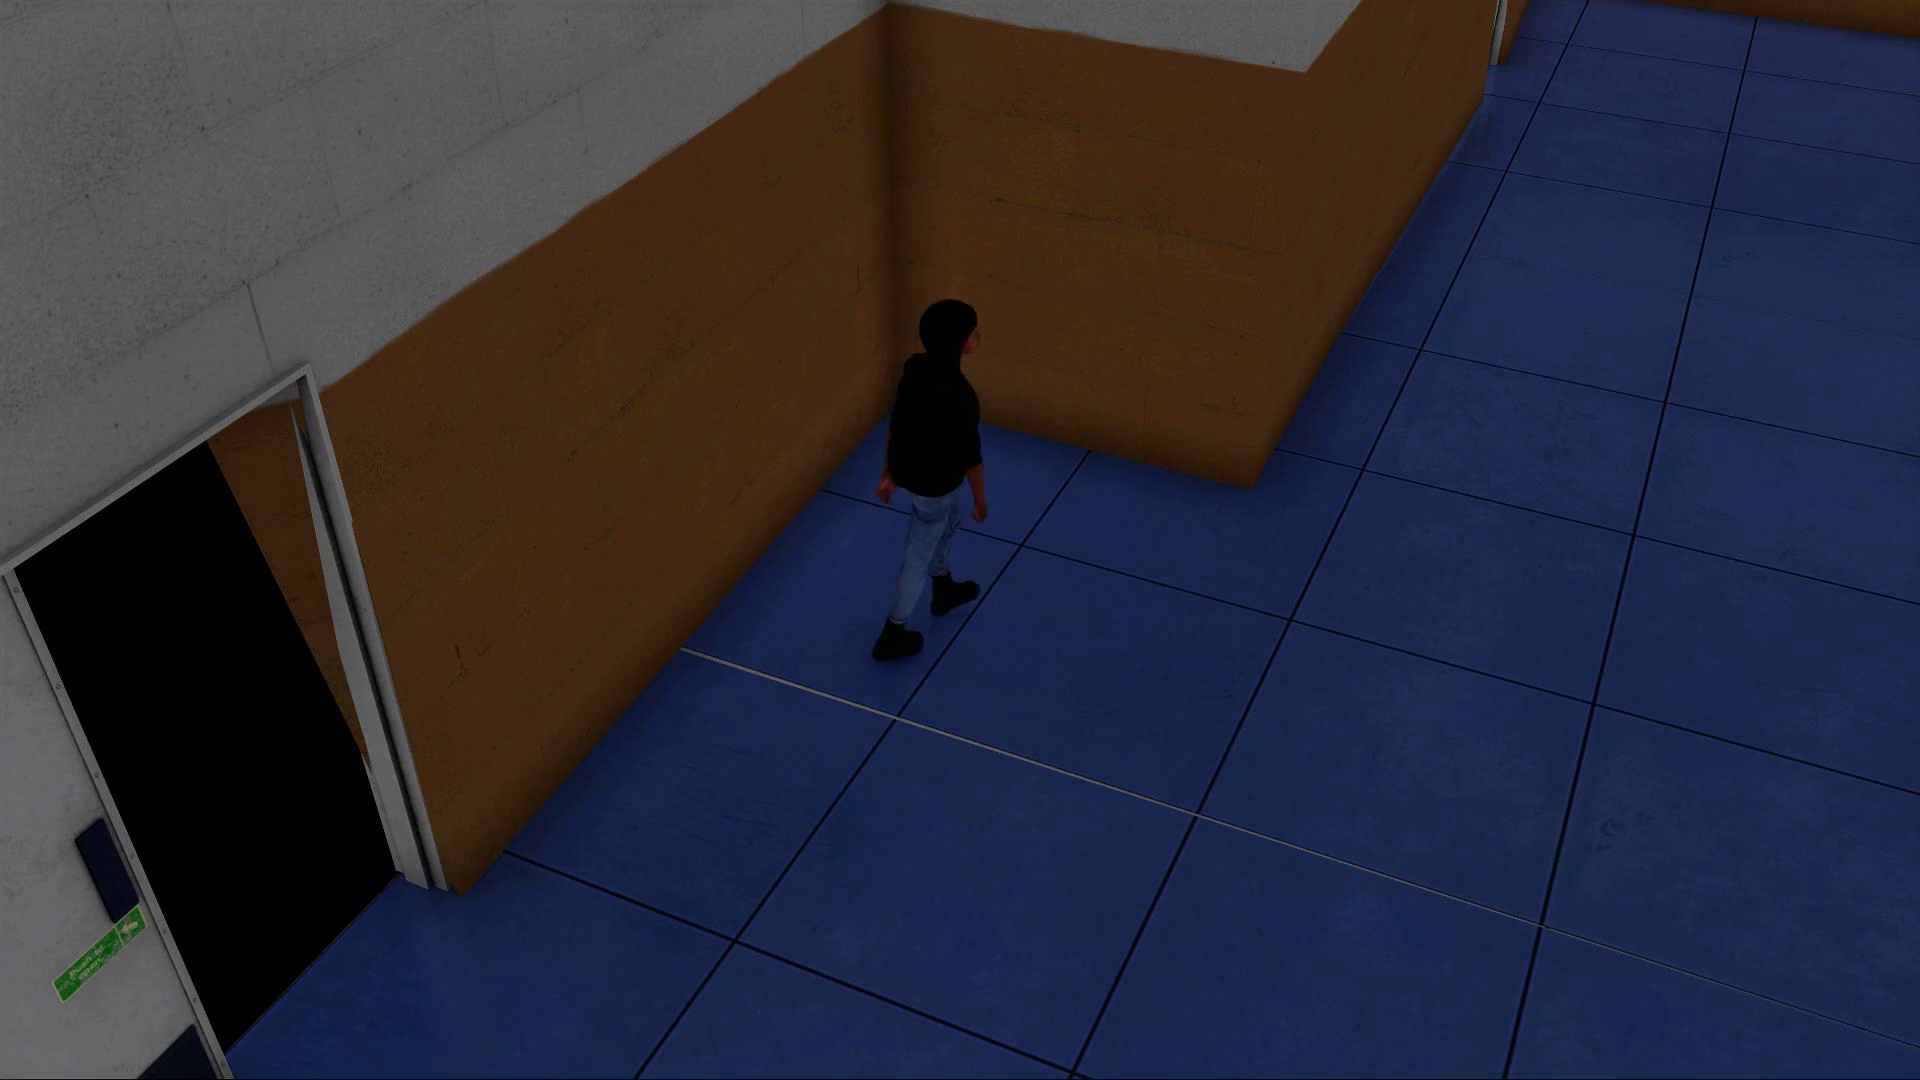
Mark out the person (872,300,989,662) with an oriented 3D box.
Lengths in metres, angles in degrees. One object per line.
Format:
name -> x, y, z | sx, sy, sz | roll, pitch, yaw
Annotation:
person -> -0.196, -0.207, 6.936 | 0.912, 1.677, 0.869 | 31, 47, 34
